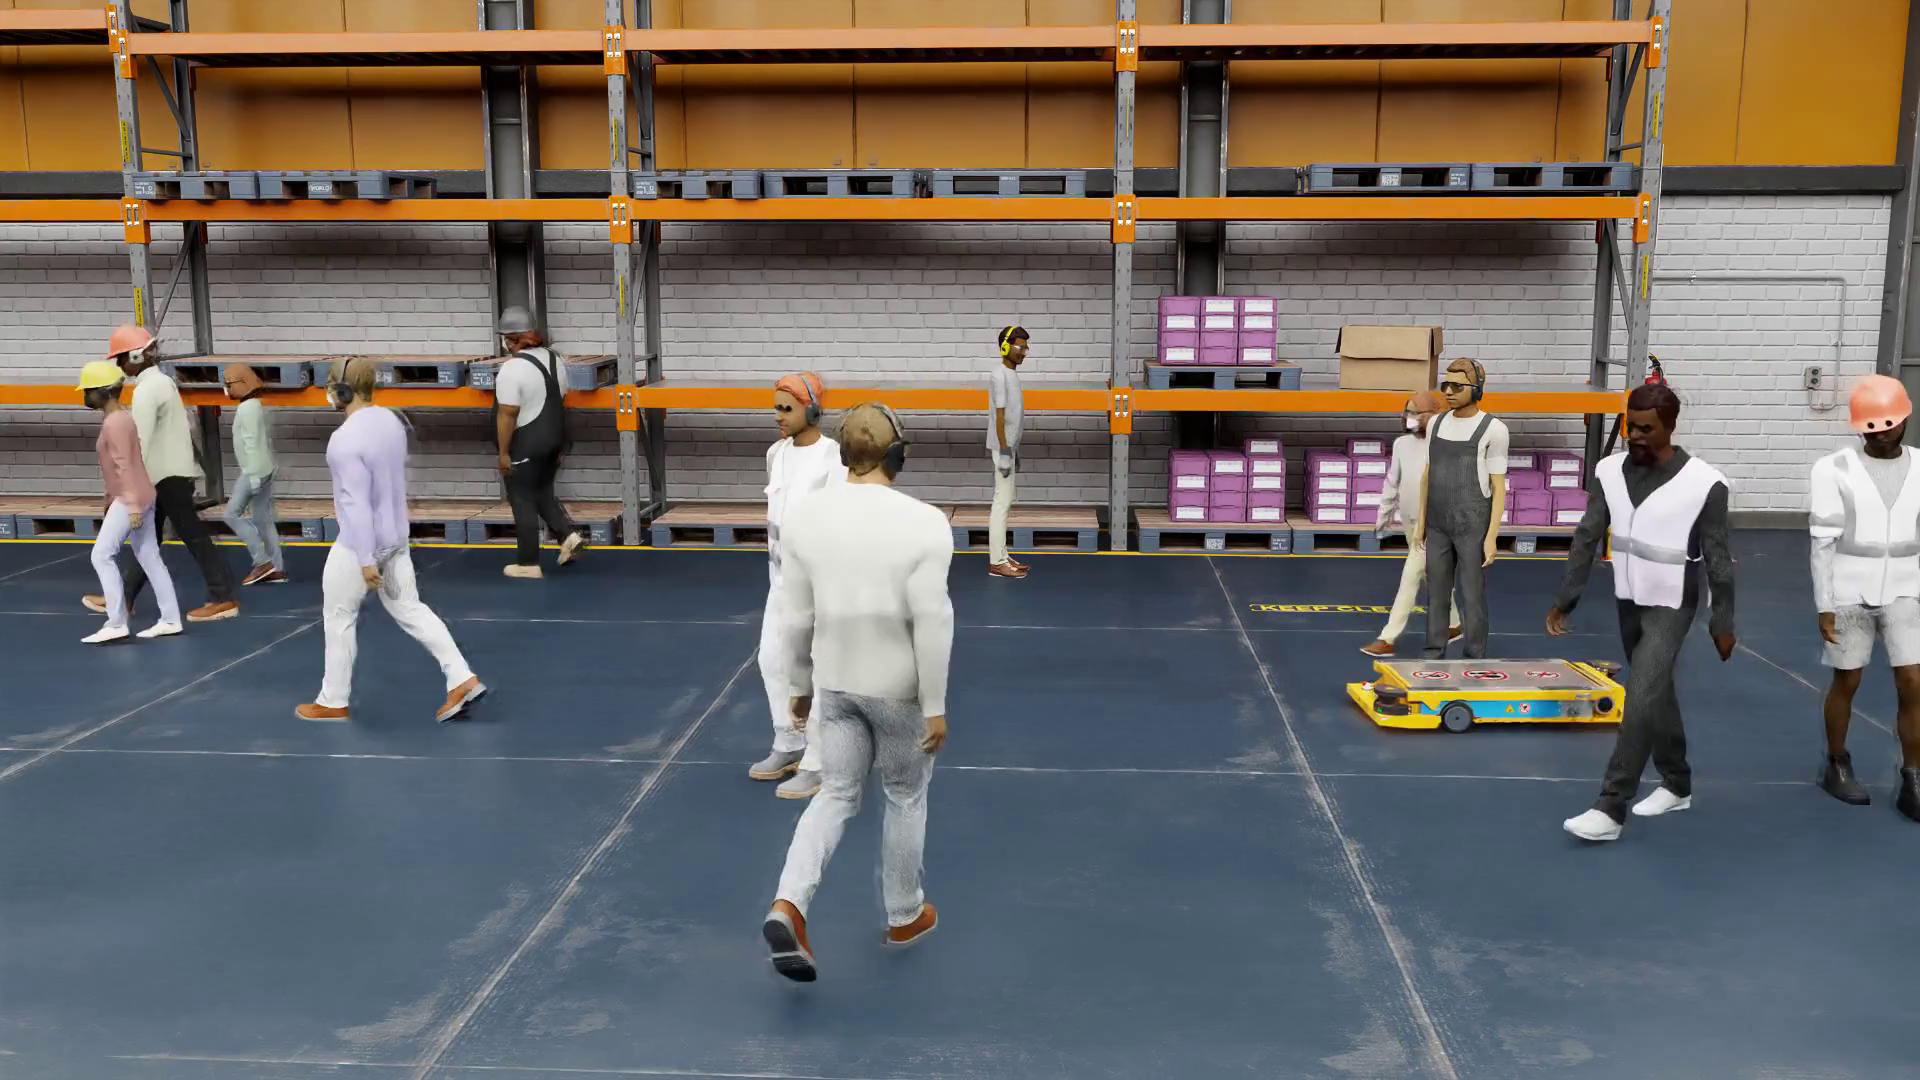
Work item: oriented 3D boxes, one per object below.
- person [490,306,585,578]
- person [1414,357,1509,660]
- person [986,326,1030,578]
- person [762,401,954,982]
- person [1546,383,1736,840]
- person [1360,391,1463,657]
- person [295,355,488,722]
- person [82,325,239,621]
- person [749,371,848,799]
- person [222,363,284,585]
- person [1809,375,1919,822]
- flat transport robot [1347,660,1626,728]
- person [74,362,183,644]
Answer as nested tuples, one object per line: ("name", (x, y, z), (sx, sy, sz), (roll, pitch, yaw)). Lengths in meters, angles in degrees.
("person", (-3.200, -0.730, 12.316), (0.582, 2.000, 0.699), (4, 10, 21))
("person", (2.668, -0.054, 8.925), (0.345, 1.847, 0.504), (-8, 13, -39))
("person", (0.366, -0.660, 12.423), (0.327, 1.865, 0.517), (1, 10, 9))
("person", (-0.336, 0.503, 5.479), (0.634, 1.917, 0.819), (5, 11, 26))
("person", (2.783, 0.292, 6.853), (0.981, 1.865, 0.595), (-4, 11, -25))
("person", (2.755, -0.106, 9.987), (0.873, 1.582, 0.520), (-5, 11, -27))
("person", (-2.913, 0.011, 8.415), (0.974, 1.904, 0.630), (2, 10, 11))
("person", (-5.255, -0.418, 10.789), (1.025, 1.921, 0.695), (-3, 10, -18))
("person", (-0.691, 0.198, 7.356), (0.590, 1.884, 0.410), (9, 13, 43))
("person", (-5.118, -0.465, 11.982), (0.422, 1.615, 0.534), (-3, 10, -16))
("person", (3.888, 0.250, 7.043), (0.578, 1.888, 0.722), (2, 10, 10))
("flat transport robot", (2.795, 0.787, 8.603), (1.431, 0.197, 0.652), (0, 10, -1))
("person", (-5.173, -0.218, 10.191), (0.691, 1.734, 0.588), (-4, 10, -20))
